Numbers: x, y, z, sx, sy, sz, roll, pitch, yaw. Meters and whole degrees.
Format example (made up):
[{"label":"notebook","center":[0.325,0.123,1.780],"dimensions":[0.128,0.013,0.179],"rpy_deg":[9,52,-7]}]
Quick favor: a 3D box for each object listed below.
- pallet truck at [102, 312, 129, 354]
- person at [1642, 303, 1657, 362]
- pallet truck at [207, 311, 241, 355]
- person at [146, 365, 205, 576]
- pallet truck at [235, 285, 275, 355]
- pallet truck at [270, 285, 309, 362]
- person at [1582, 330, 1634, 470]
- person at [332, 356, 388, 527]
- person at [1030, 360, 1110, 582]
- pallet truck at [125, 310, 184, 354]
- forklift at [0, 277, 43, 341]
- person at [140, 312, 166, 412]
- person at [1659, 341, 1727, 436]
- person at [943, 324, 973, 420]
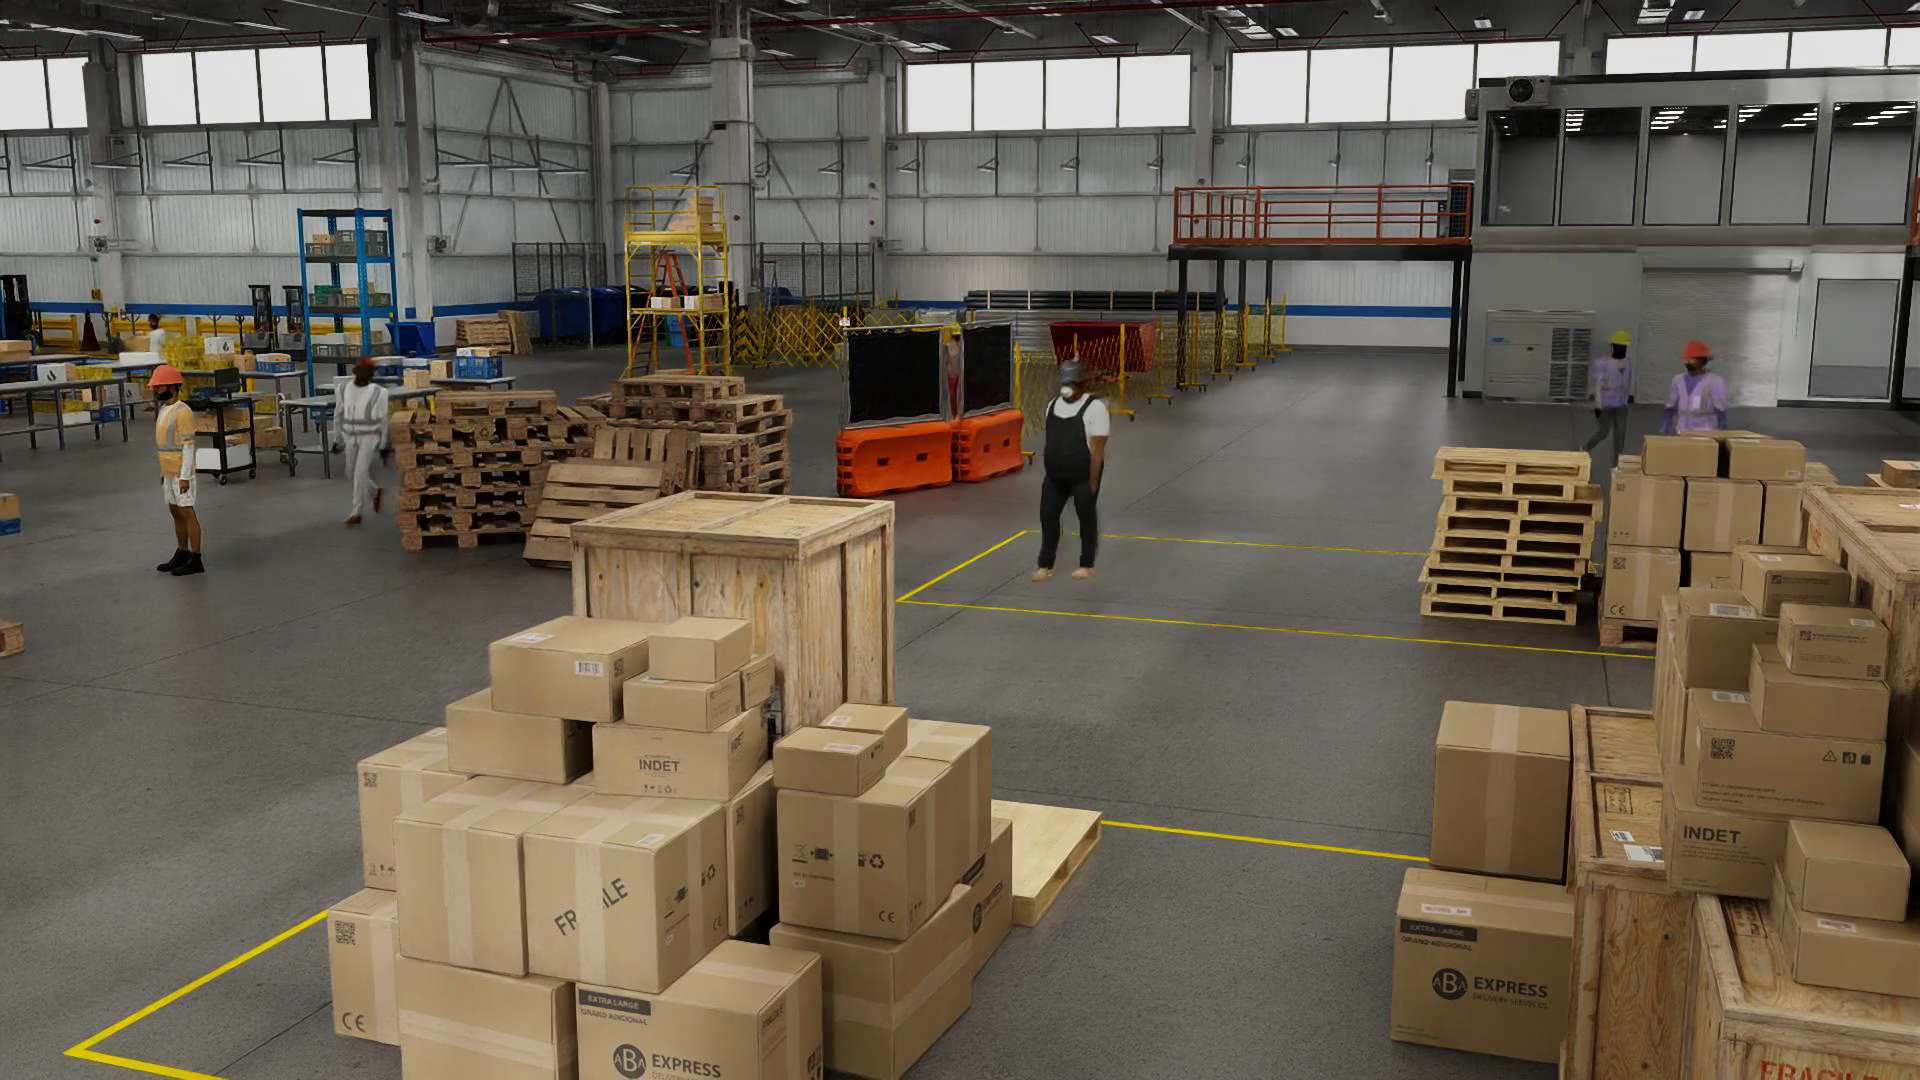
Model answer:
[{"label":"pallet truck","center":[-23.057,-5.777,46.261],"dimensions":[0.680,1.201,1.601],"rpy_deg":[3,11,19]},{"label":"person","center":[17.463,-5.374,42.076],"dimensions":[0.639,1.902,0.407],"rpy_deg":[-4,11,-22]},{"label":"pallet truck","center":[-19.537,-5.575,44.913],"dimensions":[0.653,1.274,1.630],"rpy_deg":[3,11,19]},{"label":"person","center":[-7.242,-0.641,15.338],"dimensions":[0.545,1.938,0.359],"rpy_deg":[9,14,42]},{"label":"pallet truck","center":[-18.327,-5.835,44.421],"dimensions":[0.823,1.965,1.885],"rpy_deg":[4,11,23]},{"label":"pallet truck","center":[-17.147,-5.700,43.663],"dimensions":[0.823,1.965,1.885],"rpy_deg":[3,11,17]},{"label":"person","center":[8.685,-1.845,22.194],"dimensions":[0.597,1.911,0.704],"rpy_deg":[-3,11,-17]},{"label":"person","center":[-6.490,-1.097,18.157],"dimensions":[0.612,1.848,0.757],"rpy_deg":[2,10,11]},{"label":"person","center":[0.965,-0.619,14.924],"dimensions":[0.694,2.000,0.816],"rpy_deg":[7,12,34]},{"label":"pallet truck","center":[-22.038,-5.665,45.457],"dimensions":[0.704,1.261,1.522],"rpy_deg":[3,11,17]},{"label":"forklift","center":[-27.151,-6.329,46.328],"dimensions":[1.157,1.987,2.680],"rpy_deg":[3,11,17]},{"label":"person","center":[-14.574,-3.264,30.423],"dimensions":[0.885,1.825,0.557],"rpy_deg":[-10,14,-44]},{"label":"person","center":[7.983,-1.166,18.128],"dimensions":[1.035,1.992,0.631],"rpy_deg":[-6,12,-32]},{"label":"person","center":[-0.044,-2.754,27.819],"dimensions":[0.531,1.733,0.811],"rpy_deg":[0,10,1]}]
